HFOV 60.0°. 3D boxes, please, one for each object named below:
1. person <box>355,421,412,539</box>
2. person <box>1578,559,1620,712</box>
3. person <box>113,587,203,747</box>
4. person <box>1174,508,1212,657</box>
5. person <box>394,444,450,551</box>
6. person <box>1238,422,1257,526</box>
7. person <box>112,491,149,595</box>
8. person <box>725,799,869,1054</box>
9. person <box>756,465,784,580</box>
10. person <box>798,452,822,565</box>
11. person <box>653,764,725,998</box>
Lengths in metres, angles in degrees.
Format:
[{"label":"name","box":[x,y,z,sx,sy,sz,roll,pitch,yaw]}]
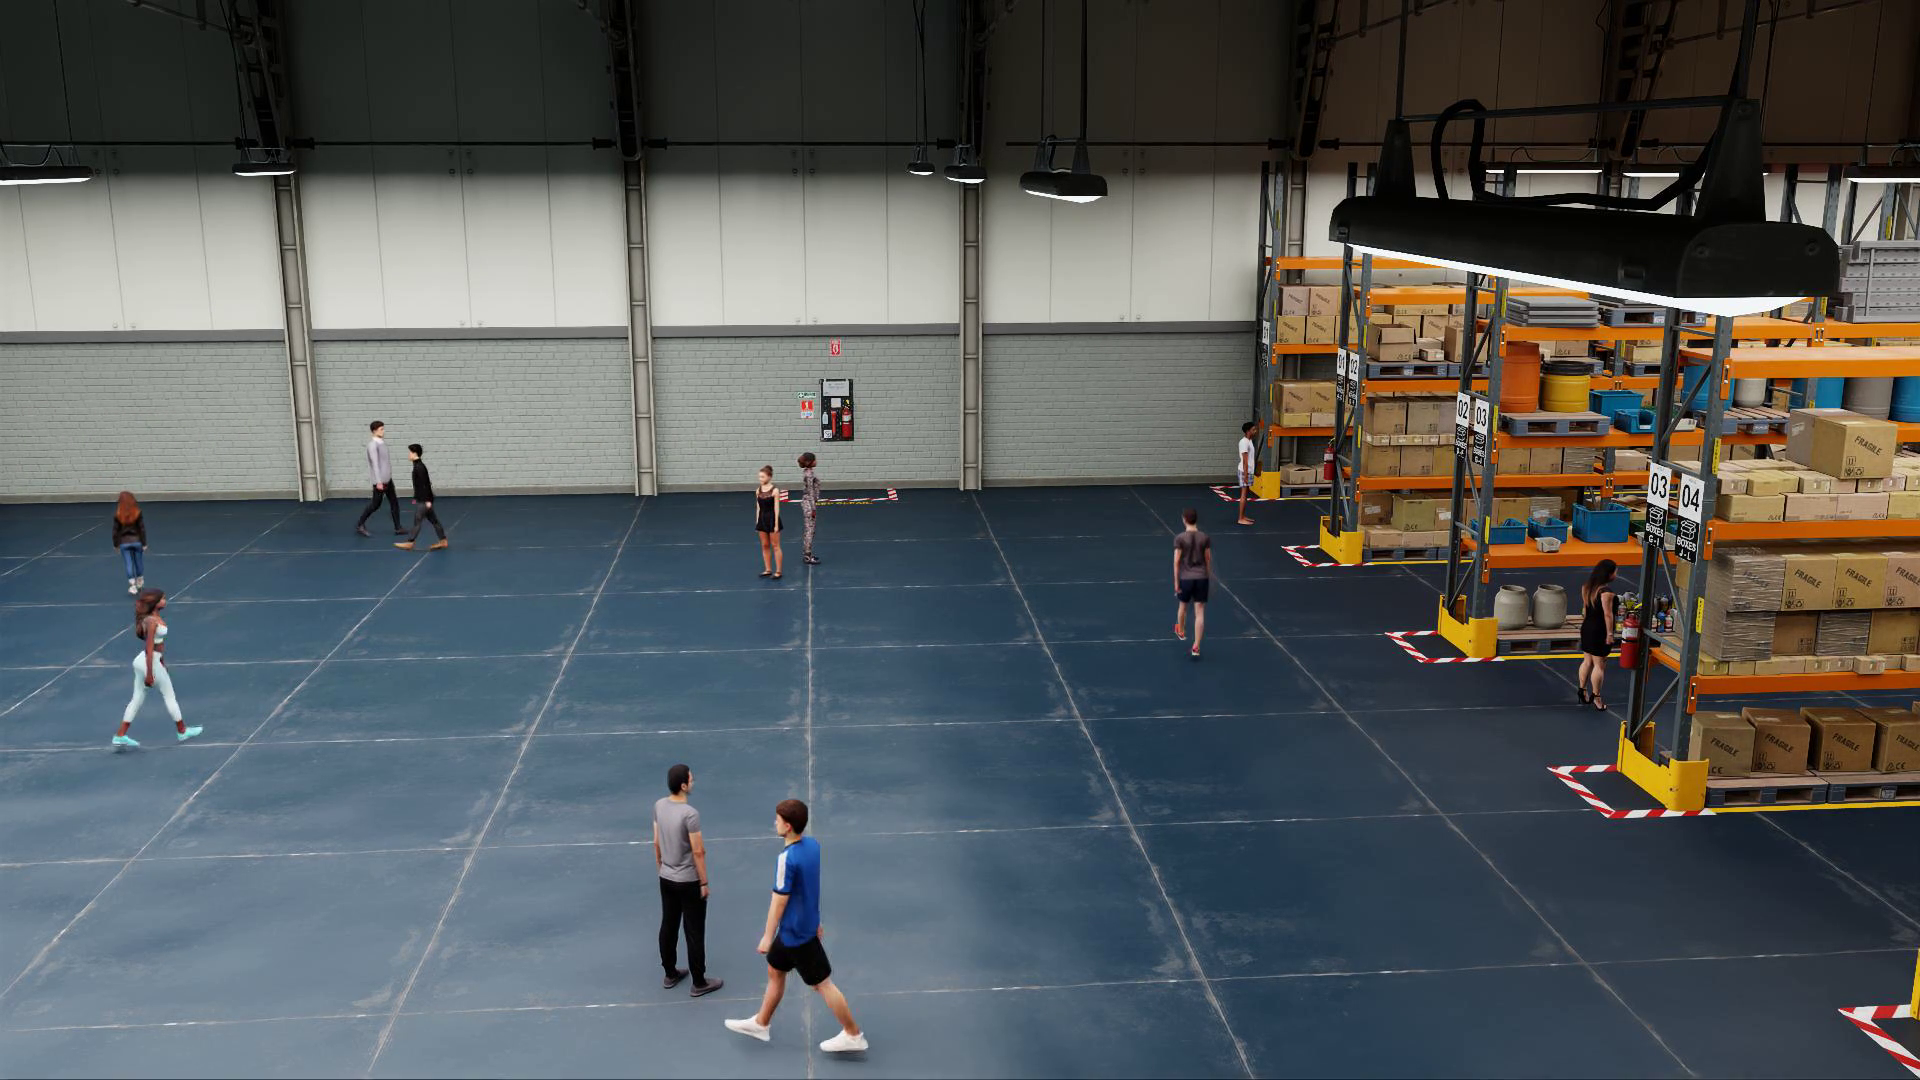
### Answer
[{"label":"person","box":[-9.500,-0.984,27.049,1.273,1.920,0.913,2,13,7]},{"label":"person","box":[7.169,1.052,18.716,0.639,1.712,0.685,-3,13,-13]},{"label":"person","box":[-8.556,1.368,17.407,1.158,1.688,0.894,-6,14,-24]},{"label":"person","box":[2.916,0.555,20.664,1.107,1.804,0.729,-1,13,-3]},{"label":"person","box":[-8.342,-0.651,26.133,1.094,1.686,0.779,-4,14,-16]},{"label":"person","box":[4.849,-1.153,28.194,0.653,1.734,0.701,4,14,15]},{"label":"person","box":[-11.772,0.055,23.598,0.934,1.452,0.884,-8,15,-30]},{"label":"person","box":[-1.009,2.698,11.384,1.316,1.814,0.822,2,13,7]},{"label":"person","box":[-2.804,-0.268,24.489,0.671,1.680,0.751,8,15,31]},{"label":"person","box":[-2.294,-0.501,25.421,0.567,1.714,0.588,-2,13,-10]},{"label":"person","box":[-2.067,2.507,12.344,0.695,1.753,0.774,9,16,34]}]
